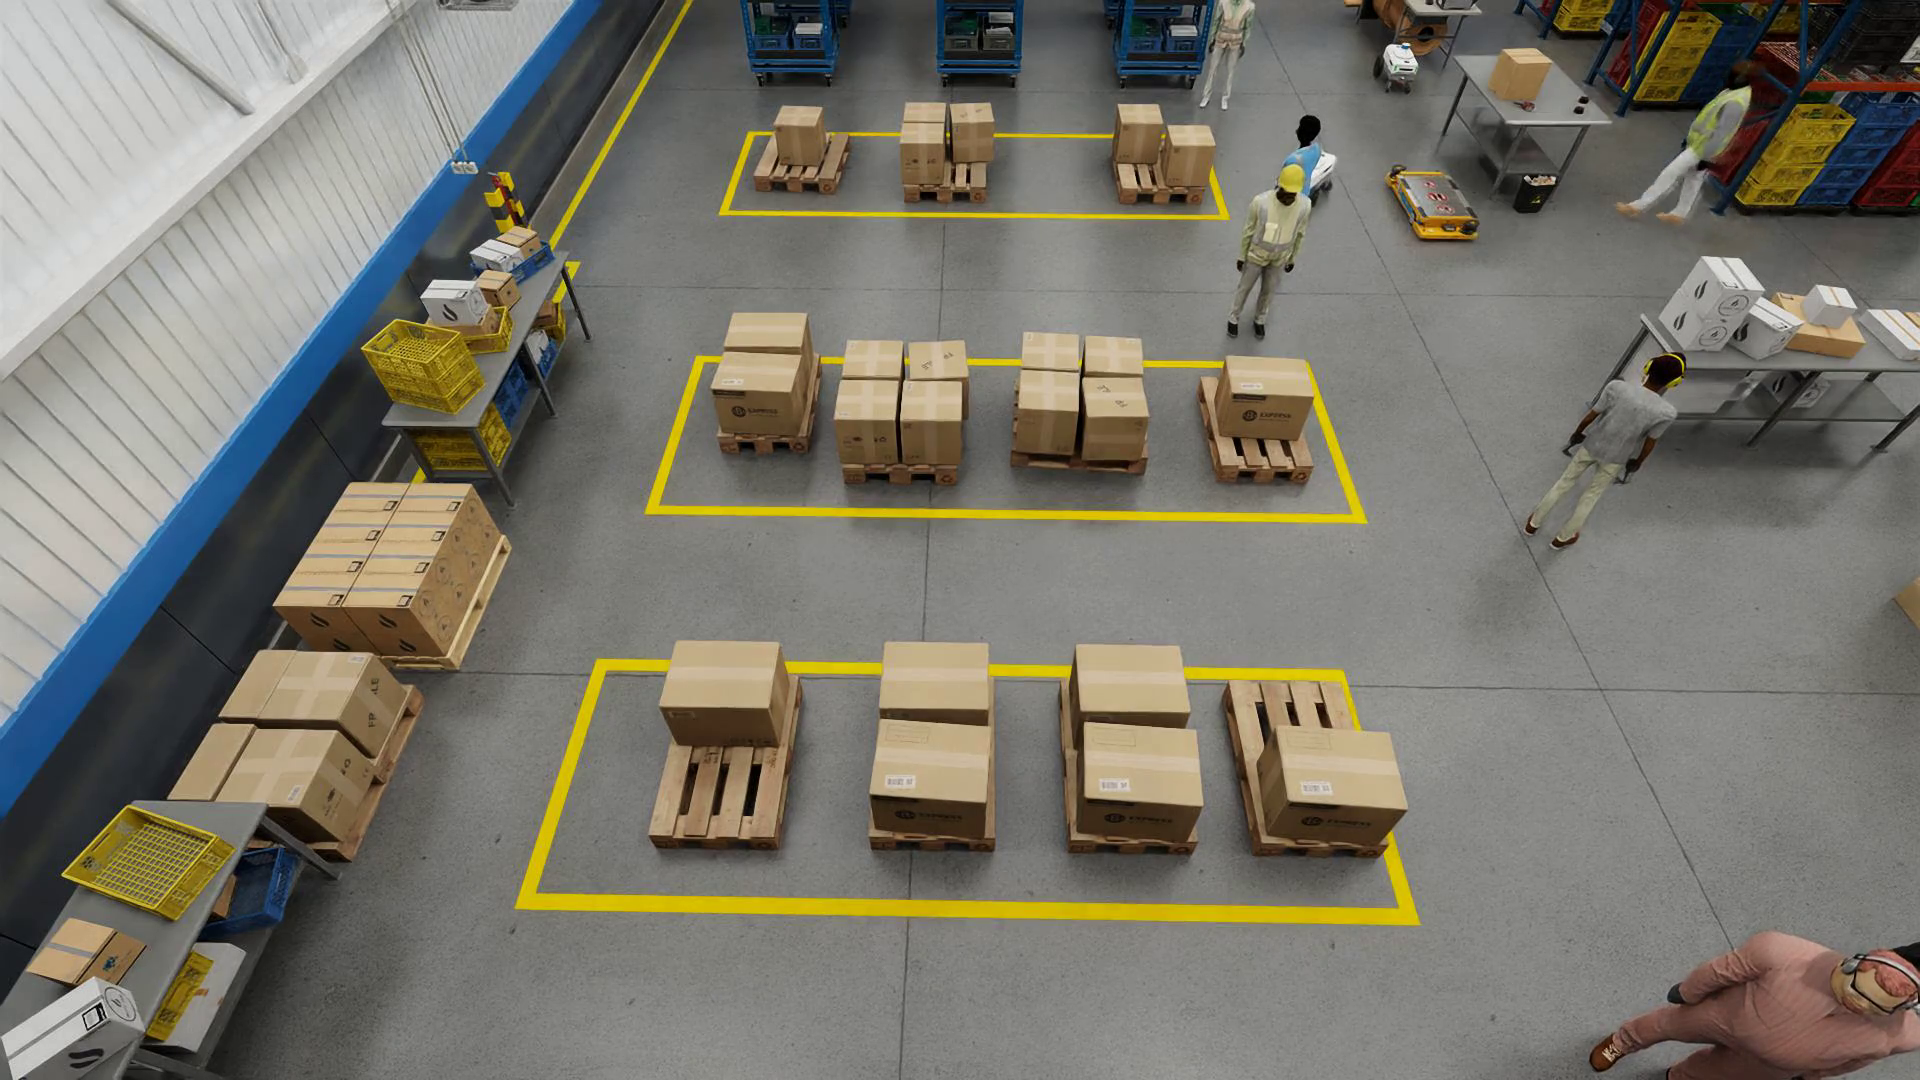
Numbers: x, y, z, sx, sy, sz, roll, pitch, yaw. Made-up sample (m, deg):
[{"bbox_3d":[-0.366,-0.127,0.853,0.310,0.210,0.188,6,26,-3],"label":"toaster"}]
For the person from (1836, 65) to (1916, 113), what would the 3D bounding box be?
[{"bbox_3d":[11.708,-6.001,11.615,0.373,1.940,0.627,-28,55,-22],"label":"person"}]

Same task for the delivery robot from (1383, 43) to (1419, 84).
[{"bbox_3d":[6.372,-6.919,13.258,0.477,0.478,0.707,5,49,4],"label":"delivery robot"}]

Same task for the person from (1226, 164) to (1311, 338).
[{"bbox_3d":[2.996,-2.774,8.899,0.596,1.826,0.403,2,49,1],"label":"person"}]

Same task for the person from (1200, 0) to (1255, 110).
[{"bbox_3d":[3.628,-6.714,12.428,0.512,1.637,0.307,12,50,10],"label":"person"}]

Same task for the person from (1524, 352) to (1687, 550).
[{"bbox_3d":[4.950,-0.671,7.046,0.312,1.869,0.538,-35,57,-26],"label":"person"}]

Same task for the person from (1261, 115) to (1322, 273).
[{"bbox_3d":[3.507,-3.637,9.726,0.540,1.695,0.318,-36,58,-27],"label":"person"}]

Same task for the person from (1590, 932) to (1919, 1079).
[{"bbox_3d":[3.800,2.363,4.396,0.653,1.906,0.408,34,57,26],"label":"person"}]

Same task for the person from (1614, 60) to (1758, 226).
[{"bbox_3d":[8.282,-4.502,10.398,0.864,1.807,0.663,28,55,22],"label":"person"}]

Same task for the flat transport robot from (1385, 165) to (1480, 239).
[{"bbox_3d":[5.692,-4.094,11.059,0.652,0.197,1.431,1,49,1],"label":"flat transport robot"}]
